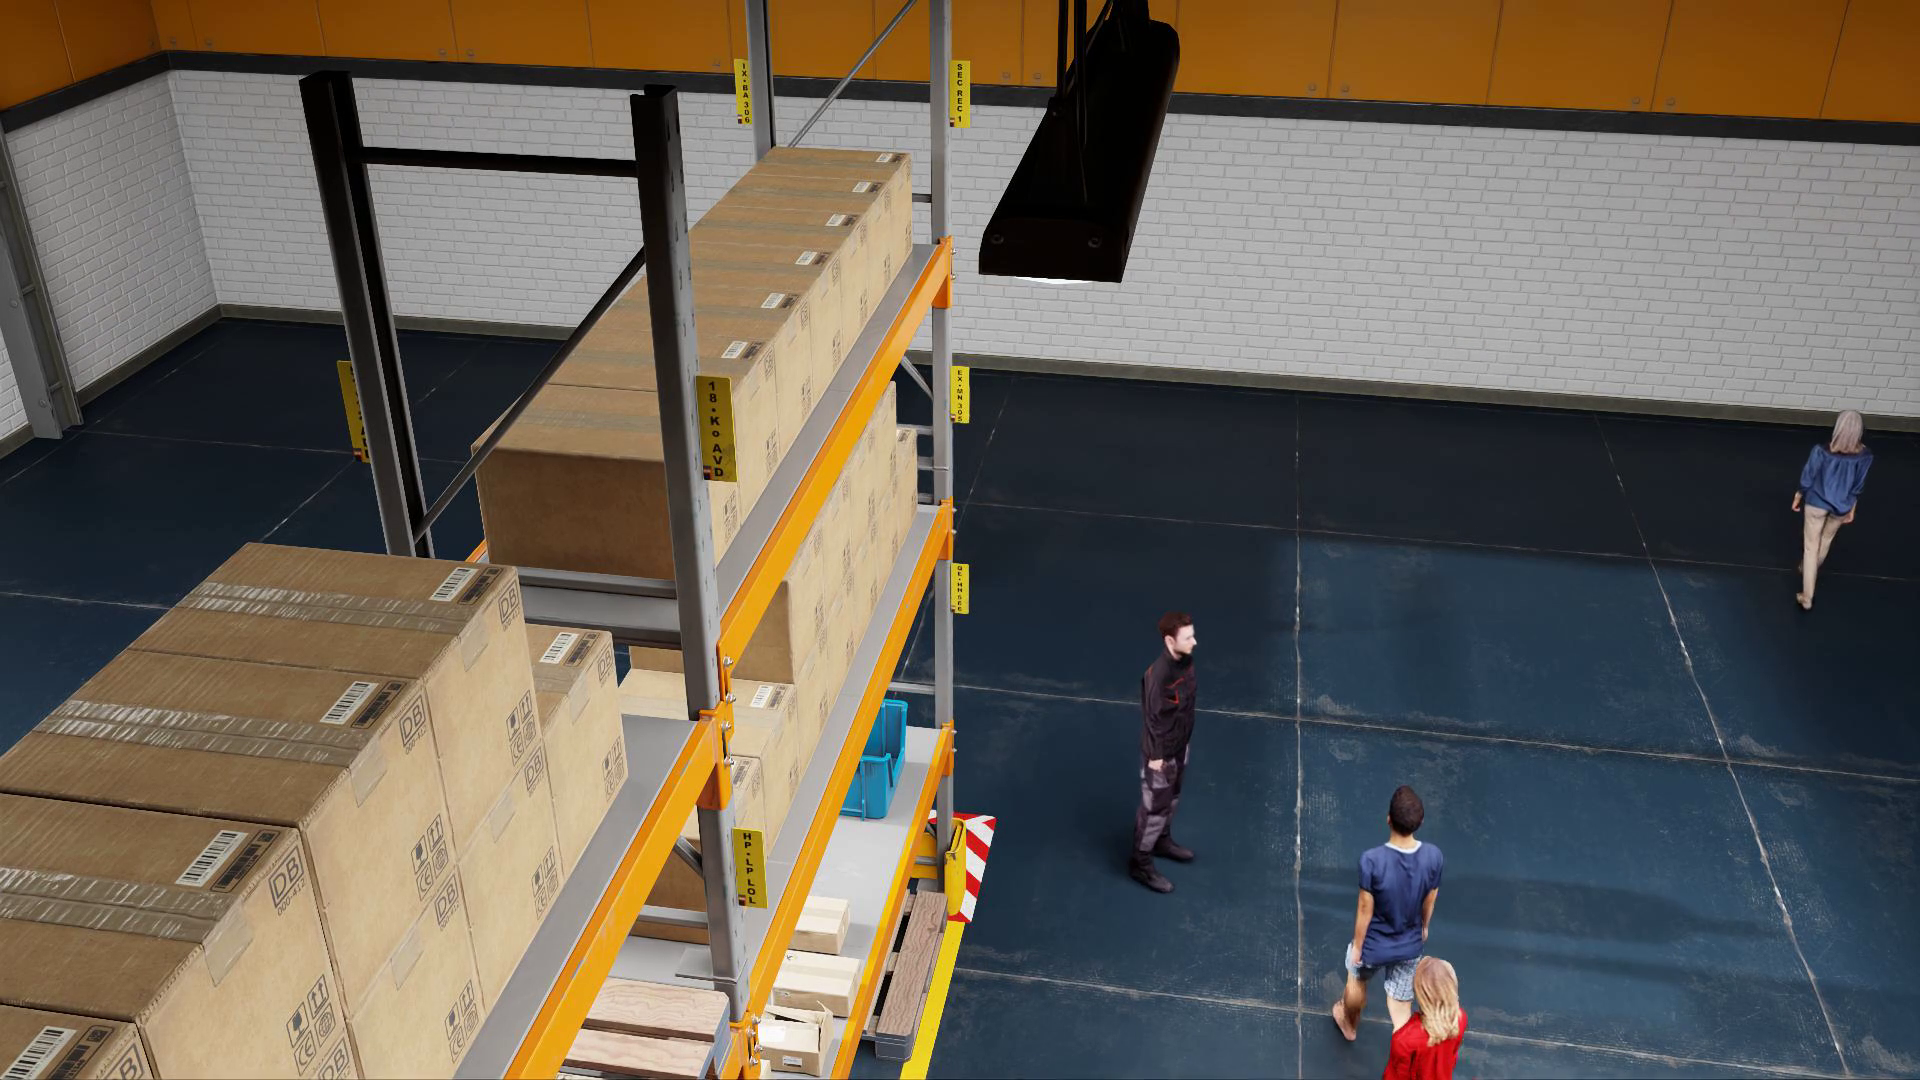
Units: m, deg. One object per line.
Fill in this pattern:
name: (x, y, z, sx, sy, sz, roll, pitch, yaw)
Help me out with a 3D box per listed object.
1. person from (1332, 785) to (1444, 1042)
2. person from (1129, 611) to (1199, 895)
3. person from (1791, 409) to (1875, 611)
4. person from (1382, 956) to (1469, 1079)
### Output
person: (2.294, 2.191, 8.770, 0.839, 1.807, 1.223, -2, 29, -3)
person: (1.276, 1.272, 10.341, 0.818, 1.916, 0.637, 14, 32, 24)
person: (6.959, -0.222, 13.334, 0.625, 1.672, 0.947, 6, 29, 10)
person: (2.210, 2.736, 7.896, 0.761, 1.686, 0.810, -15, 32, -26)
